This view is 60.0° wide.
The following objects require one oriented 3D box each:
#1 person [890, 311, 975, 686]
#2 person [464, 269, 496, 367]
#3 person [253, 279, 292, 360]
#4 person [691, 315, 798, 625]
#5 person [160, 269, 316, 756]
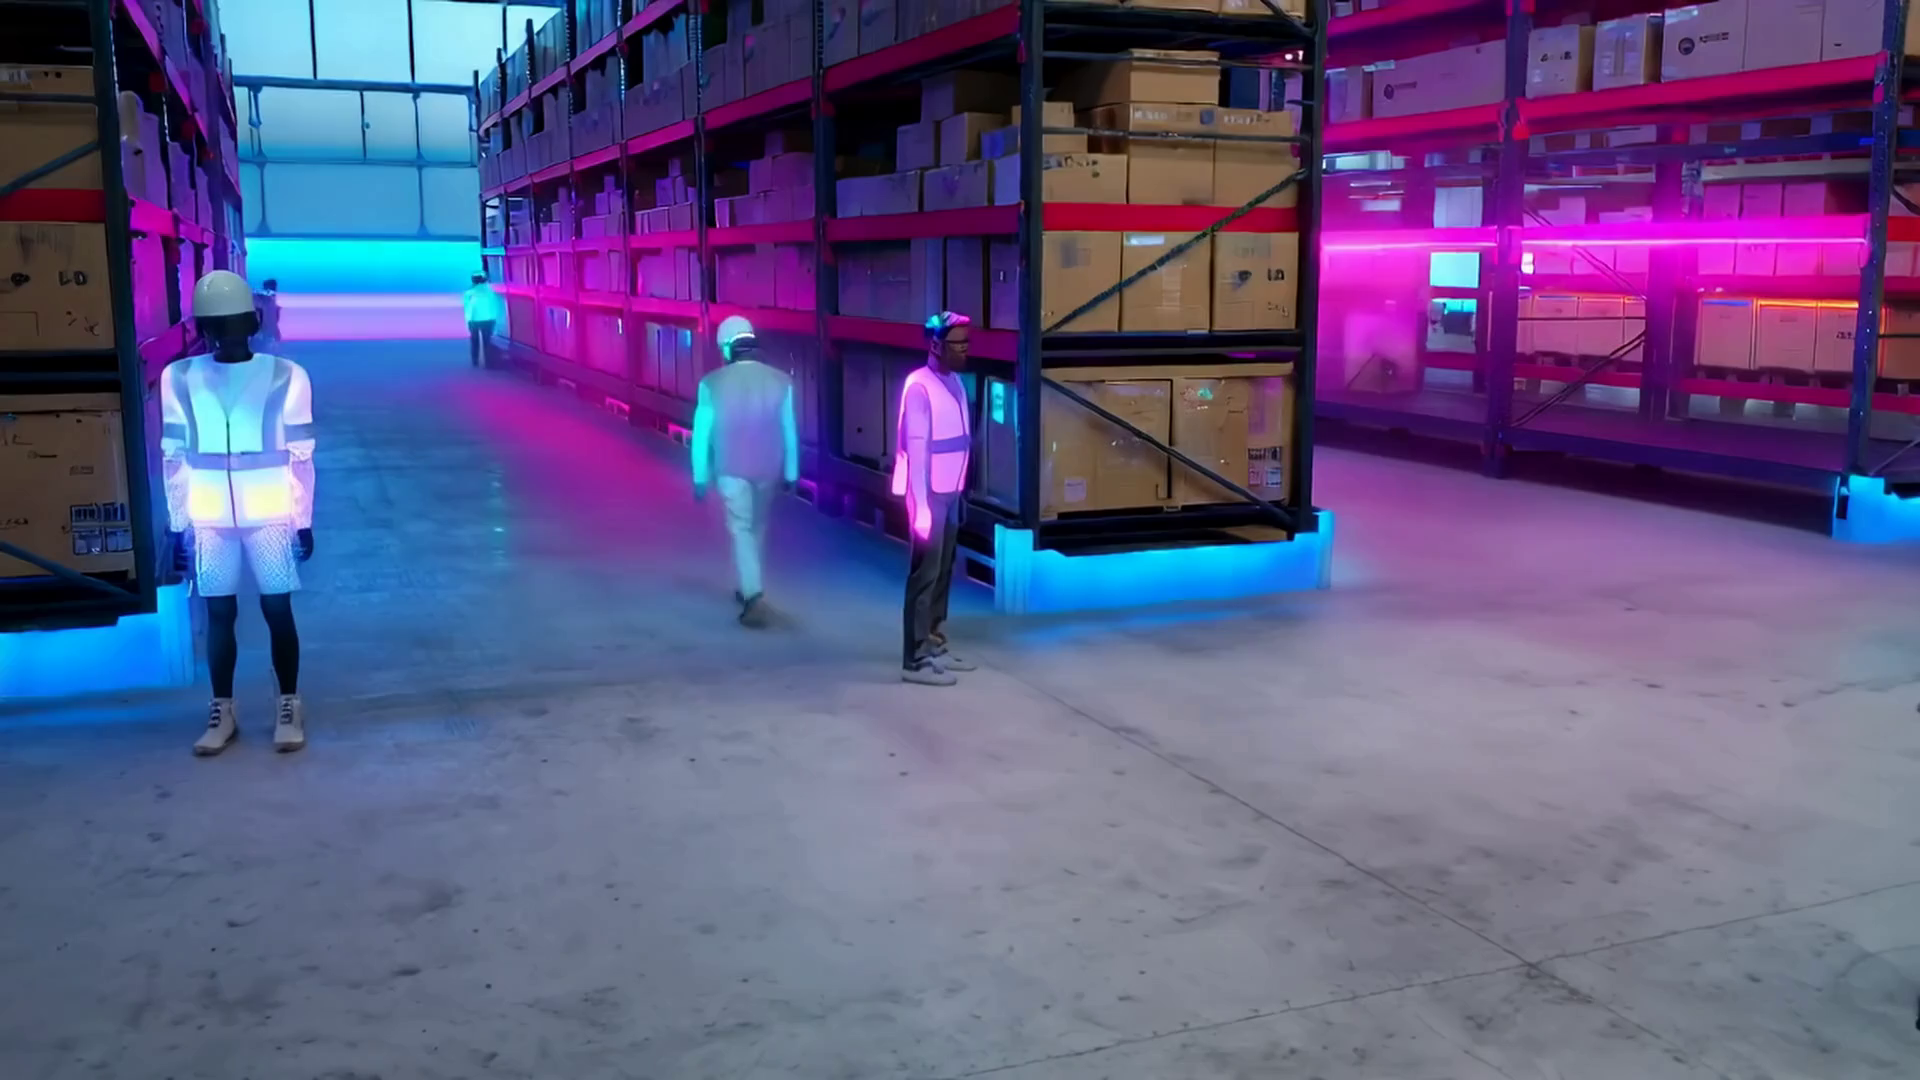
[{"bbox_3d":[-0.137,-0.209,8.242,0.384,1.837,0.565,3,10,18],"label":"person"},{"bbox_3d":[-9.524,-4.398,33.043,0.616,1.945,1.047,-4,10,-23],"label":"person"},{"bbox_3d":[-14.556,-4.617,34.988,0.772,1.723,0.569,-4,10,-23],"label":"person"},{"bbox_3d":[-1.233,-0.414,9.681,0.609,1.784,0.915,-4,10,-25],"label":"person"},{"bbox_3d":[-3.026,-0.106,7.001,0.608,2.044,0.378,-2,10,-10],"label":"person"}]
